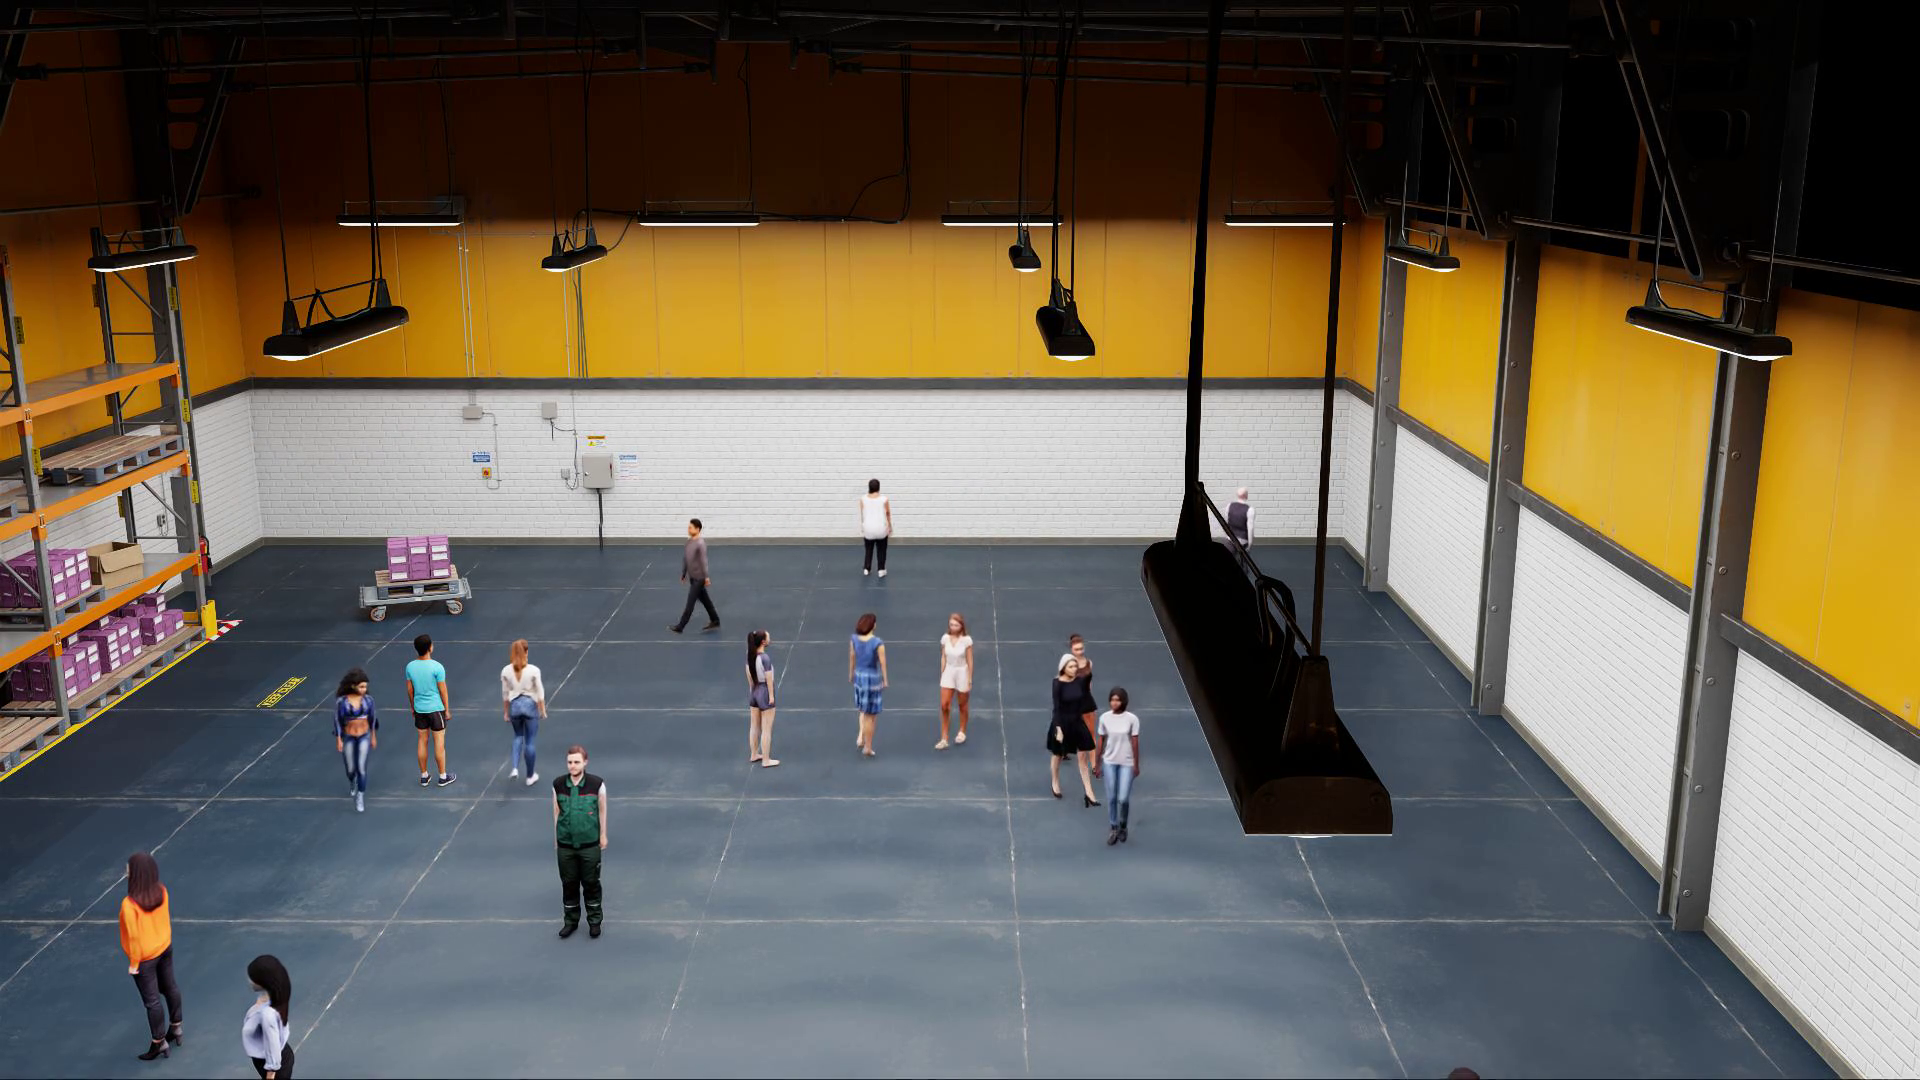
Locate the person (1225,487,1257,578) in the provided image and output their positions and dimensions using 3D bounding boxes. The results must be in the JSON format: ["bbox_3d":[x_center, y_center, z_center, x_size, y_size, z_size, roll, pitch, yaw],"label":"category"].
[{"bbox_3d":[4.413,0.068,26.632,1.088,1.788,1.312,7,15,28],"label":"person"}]

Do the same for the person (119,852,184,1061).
[{"bbox_3d":[-6.475,3.310,13.328,0.718,1.749,0.552,3,14,11],"label":"person"}]

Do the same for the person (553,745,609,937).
[{"bbox_3d":[-3.517,2.766,15.376,0.624,1.842,0.556,0,14,0],"label":"person"}]

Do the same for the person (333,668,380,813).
[{"bbox_3d":[-6.637,2.183,18.289,0.768,1.606,0.820,-6,15,-22],"label":"person"}]

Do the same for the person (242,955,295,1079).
[{"bbox_3d":[-4.792,3.715,11.662,0.777,1.747,0.627,-5,14,-20],"label":"person"}]

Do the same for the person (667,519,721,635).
[{"bbox_3d":[-3.829,0.553,24.754,1.108,1.731,1.148,3,14,13],"label":"person"}]

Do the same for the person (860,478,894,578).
[{"bbox_3d":[-1.414,-0.210,28.005,0.746,1.682,0.751,5,14,18],"label":"person"}]

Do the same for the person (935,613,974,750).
[{"bbox_3d":[0.001,1.675,20.248,0.763,1.671,0.979,4,14,17],"label":"person"}]

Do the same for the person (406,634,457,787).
[{"bbox_3d":[-6.047,1.937,18.939,0.635,1.776,0.557,2,14,7],"label":"person"}]

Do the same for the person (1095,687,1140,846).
[{"bbox_3d":[1.677,2.345,17.399,0.692,1.709,0.723,5,14,19],"label":"person"}]

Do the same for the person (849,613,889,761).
[{"bbox_3d":[-1.136,1.754,19.661,0.813,1.794,0.866,8,16,30],"label":"person"}]

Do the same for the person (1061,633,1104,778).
[{"bbox_3d":[1.320,1.901,19.399,0.928,1.630,1.197,-8,16,-29],"label":"person"}]

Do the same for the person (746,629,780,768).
[{"bbox_3d":[-2.344,1.845,19.591,0.722,1.649,0.655,-12,18,-42],"label":"person"}]

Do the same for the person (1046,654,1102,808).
[{"bbox_3d":[1.139,2.084,18.466,0.976,1.715,1.173,-8,16,-31],"label":"person"}]

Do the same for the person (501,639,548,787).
[{"bbox_3d":[-4.973,1.984,18.880,0.649,1.714,0.668,1,14,6],"label":"person"}]
